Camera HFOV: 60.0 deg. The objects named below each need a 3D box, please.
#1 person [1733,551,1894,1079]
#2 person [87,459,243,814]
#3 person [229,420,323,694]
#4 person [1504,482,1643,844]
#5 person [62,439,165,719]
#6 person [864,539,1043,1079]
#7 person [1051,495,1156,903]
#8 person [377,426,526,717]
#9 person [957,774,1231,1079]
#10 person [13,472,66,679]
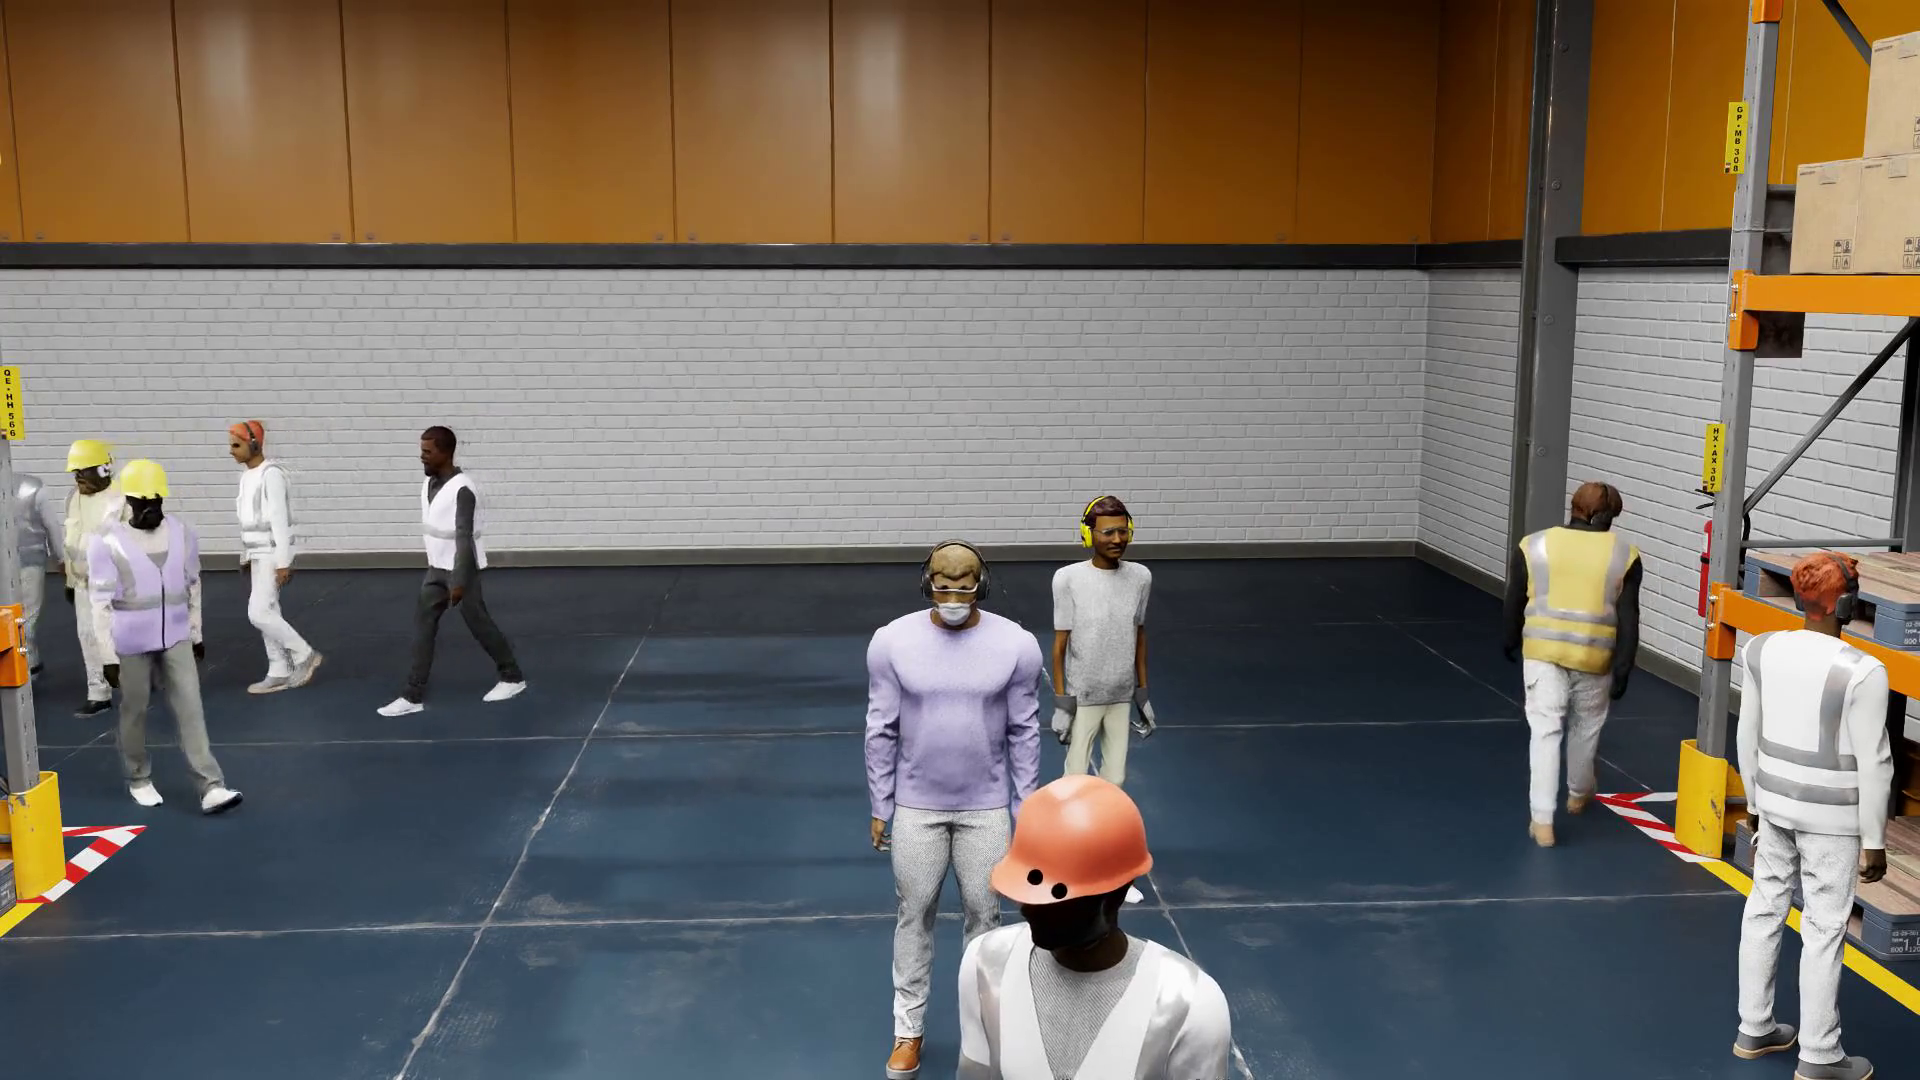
[{"bbox_3d":[2.996,0.971,5.849,0.355,1.885,0.576,-4,10,-24],"label":"person"},{"bbox_3d":[-4.163,0.525,8.654,0.973,1.872,0.616,7,12,39],"label":"person"},{"bbox_3d":[-4.688,0.121,11.236,0.425,1.869,0.611,-8,12,-41],"label":"person"},{"bbox_3d":[3.109,0.593,8.496,0.646,1.788,0.903,3,10,21],"label":"person"},{"bbox_3d":[-5.501,0.228,10.803,0.599,1.800,0.623,3,9,17],"label":"person"},{"bbox_3d":[-0.023,0.944,5.871,0.627,1.934,0.372,0,9,-1],"label":"person"},{"bbox_3d":[0.645,0.723,7.449,0.520,1.873,0.333,-4,10,-23],"label":"person"},{"bbox_3d":[-3.302,0.184,10.855,0.995,1.873,0.608,-9,12,-43],"label":"person"},{"bbox_3d":[0.230,1.373,3.168,0.547,1.934,0.376,4,10,24],"label":"person"},{"bbox_3d":[-6.473,0.156,11.320,0.598,1.774,0.932,-2,9,-14],"label":"person"}]
